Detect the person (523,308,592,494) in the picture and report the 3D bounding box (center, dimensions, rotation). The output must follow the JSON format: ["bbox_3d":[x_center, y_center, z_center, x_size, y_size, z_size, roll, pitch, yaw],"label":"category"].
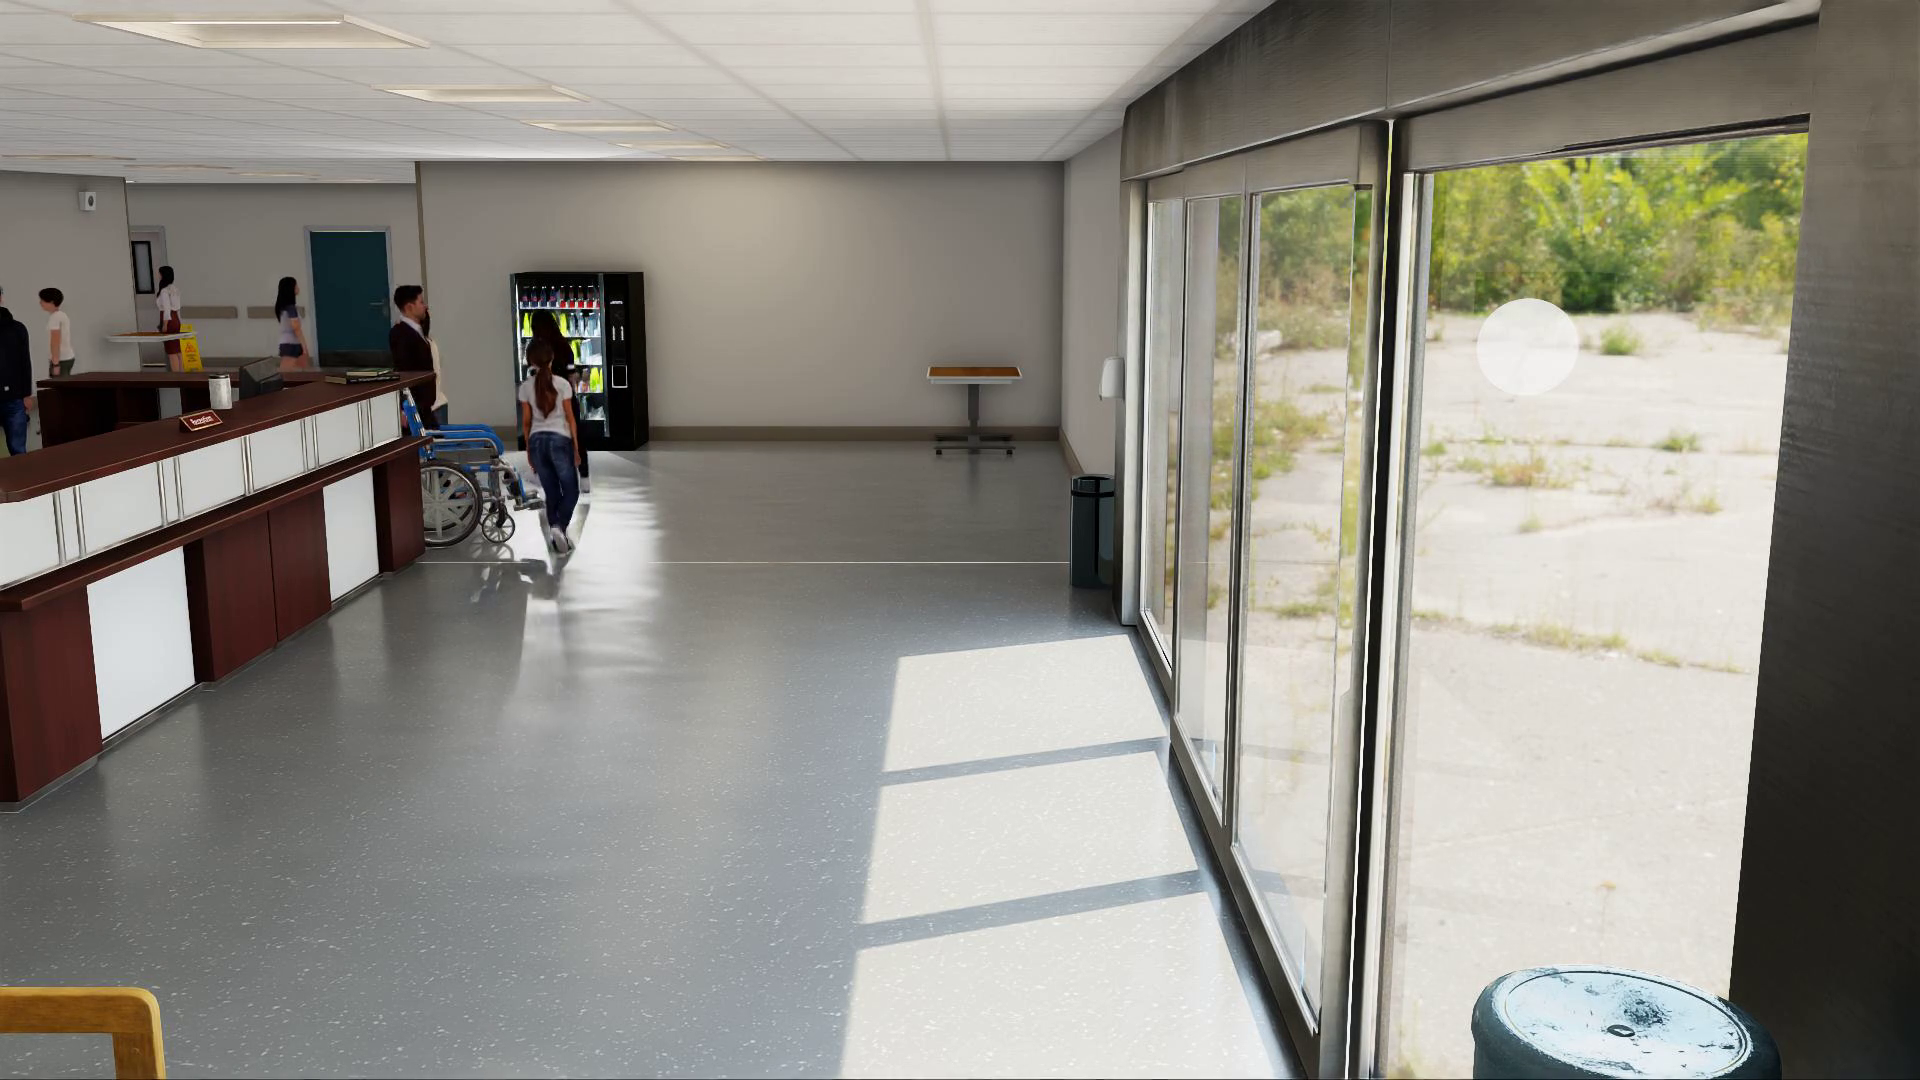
[{"bbox_3d":[-3.418,-1.125,14.187,1.206,1.572,1.174,-8,13,-36],"label":"person"}]

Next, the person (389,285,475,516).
[{"bbox_3d":[-4.413,-1.076,13.195,1.254,1.845,0.899,-3,11,-16],"label":"person"}]

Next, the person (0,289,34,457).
[{"bbox_3d":[-7.766,-1.147,13.435,0.667,1.895,0.813,-5,12,-24],"label":"person"}]

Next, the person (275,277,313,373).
[{"bbox_3d":[-8.288,-2.343,20.392,1.188,1.652,1.026,-8,13,-35],"label":"person"}]

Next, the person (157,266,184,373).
[{"bbox_3d":[-11.228,-3.014,23.659,0.536,1.751,0.614,-1,11,-6],"label":"person"}]

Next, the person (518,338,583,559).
[{"bbox_3d":[-2.872,-0.629,11.636,0.647,1.548,0.621,0,11,2],"label":"person"}]
